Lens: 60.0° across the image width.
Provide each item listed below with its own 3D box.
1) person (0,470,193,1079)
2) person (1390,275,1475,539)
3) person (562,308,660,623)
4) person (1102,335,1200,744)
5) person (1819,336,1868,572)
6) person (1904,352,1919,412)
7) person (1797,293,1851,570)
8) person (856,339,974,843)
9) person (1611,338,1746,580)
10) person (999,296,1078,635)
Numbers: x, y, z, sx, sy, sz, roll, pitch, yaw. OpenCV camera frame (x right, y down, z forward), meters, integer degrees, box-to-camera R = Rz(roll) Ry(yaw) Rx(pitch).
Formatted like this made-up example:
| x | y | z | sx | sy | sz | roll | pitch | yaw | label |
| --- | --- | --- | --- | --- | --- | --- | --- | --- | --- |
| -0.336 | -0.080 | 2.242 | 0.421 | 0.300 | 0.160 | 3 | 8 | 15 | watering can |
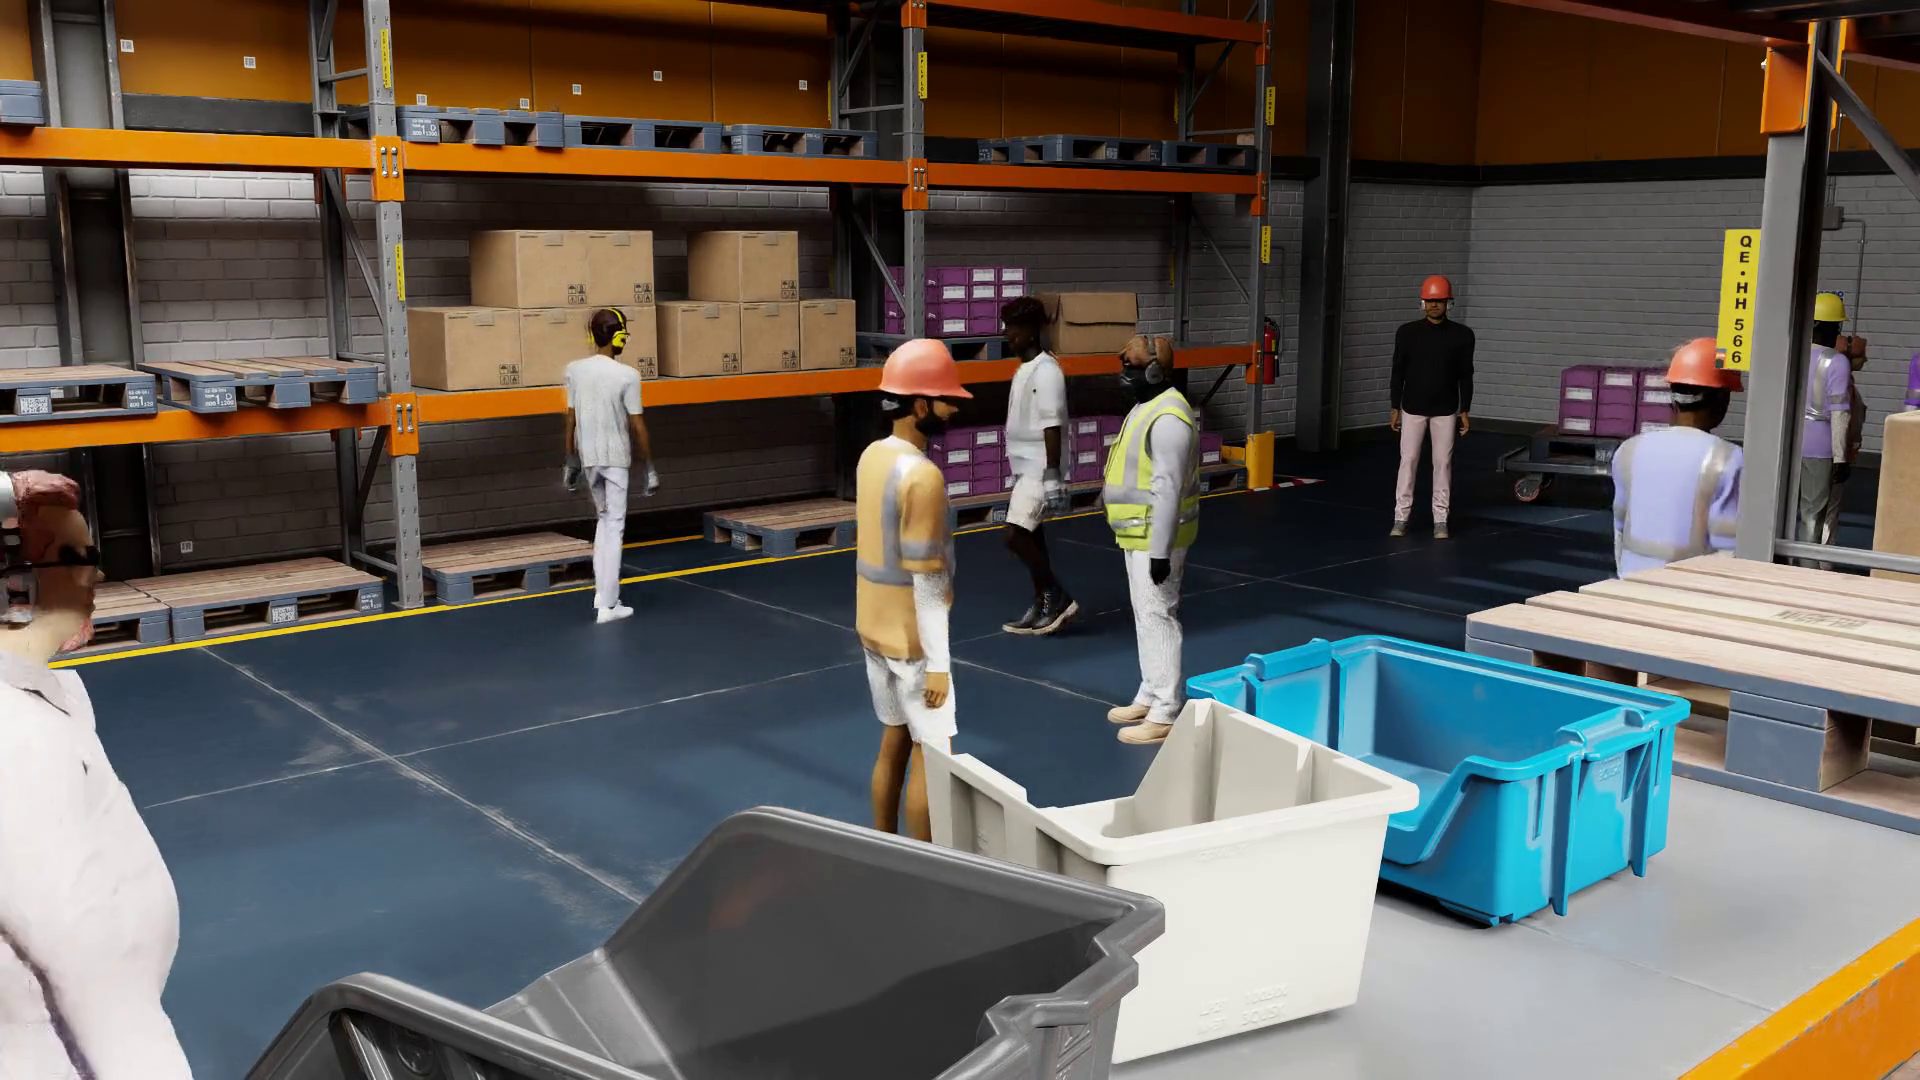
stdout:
| x | y | z | sx | sy | sz | roll | pitch | yaw | label |
| --- | --- | --- | --- | --- | --- | --- | --- | --- | --- |
| -1.362 | 0.823 | 2.722 | 0.763 | 1.885 | 0.651 | -6 | 12 | -32 | person |
| 3.570 | -1.003 | 12.632 | 0.609 | 1.996 | 0.383 | 3 | 11 | 17 | person |
| -2.038 | -0.447 | 9.900 | 0.570 | 1.854 | 0.536 | 4 | 11 | 22 | person |
| 0.856 | -0.005 | 7.513 | 0.430 | 1.834 | 0.626 | -1 | 10 | -3 | person |
| 5.752 | -0.522 | 10.938 | 0.310 | 1.638 | 0.523 | 3 | 10 | 15 | person |
| 6.180 | -0.566 | 10.358 | 0.552 | 1.932 | 0.377 | 10 | 14 | 44 | person |
| 5.336 | -0.579 | 10.449 | 0.367 | 1.928 | 0.584 | -4 | 11 | -19 | person |
| -0.143 | 0.306 | 5.492 | 0.383 | 1.930 | 0.560 | -4 | 11 | -23 | person |
| 2.627 | 0.231 | 5.981 | 0.914 | 1.895 | 0.565 | -7 | 12 | -35 | person |
| 0.401 | -0.400 | 9.393 | 0.428 | 1.943 | 0.647 | -2 | 10 | -10 | person |
